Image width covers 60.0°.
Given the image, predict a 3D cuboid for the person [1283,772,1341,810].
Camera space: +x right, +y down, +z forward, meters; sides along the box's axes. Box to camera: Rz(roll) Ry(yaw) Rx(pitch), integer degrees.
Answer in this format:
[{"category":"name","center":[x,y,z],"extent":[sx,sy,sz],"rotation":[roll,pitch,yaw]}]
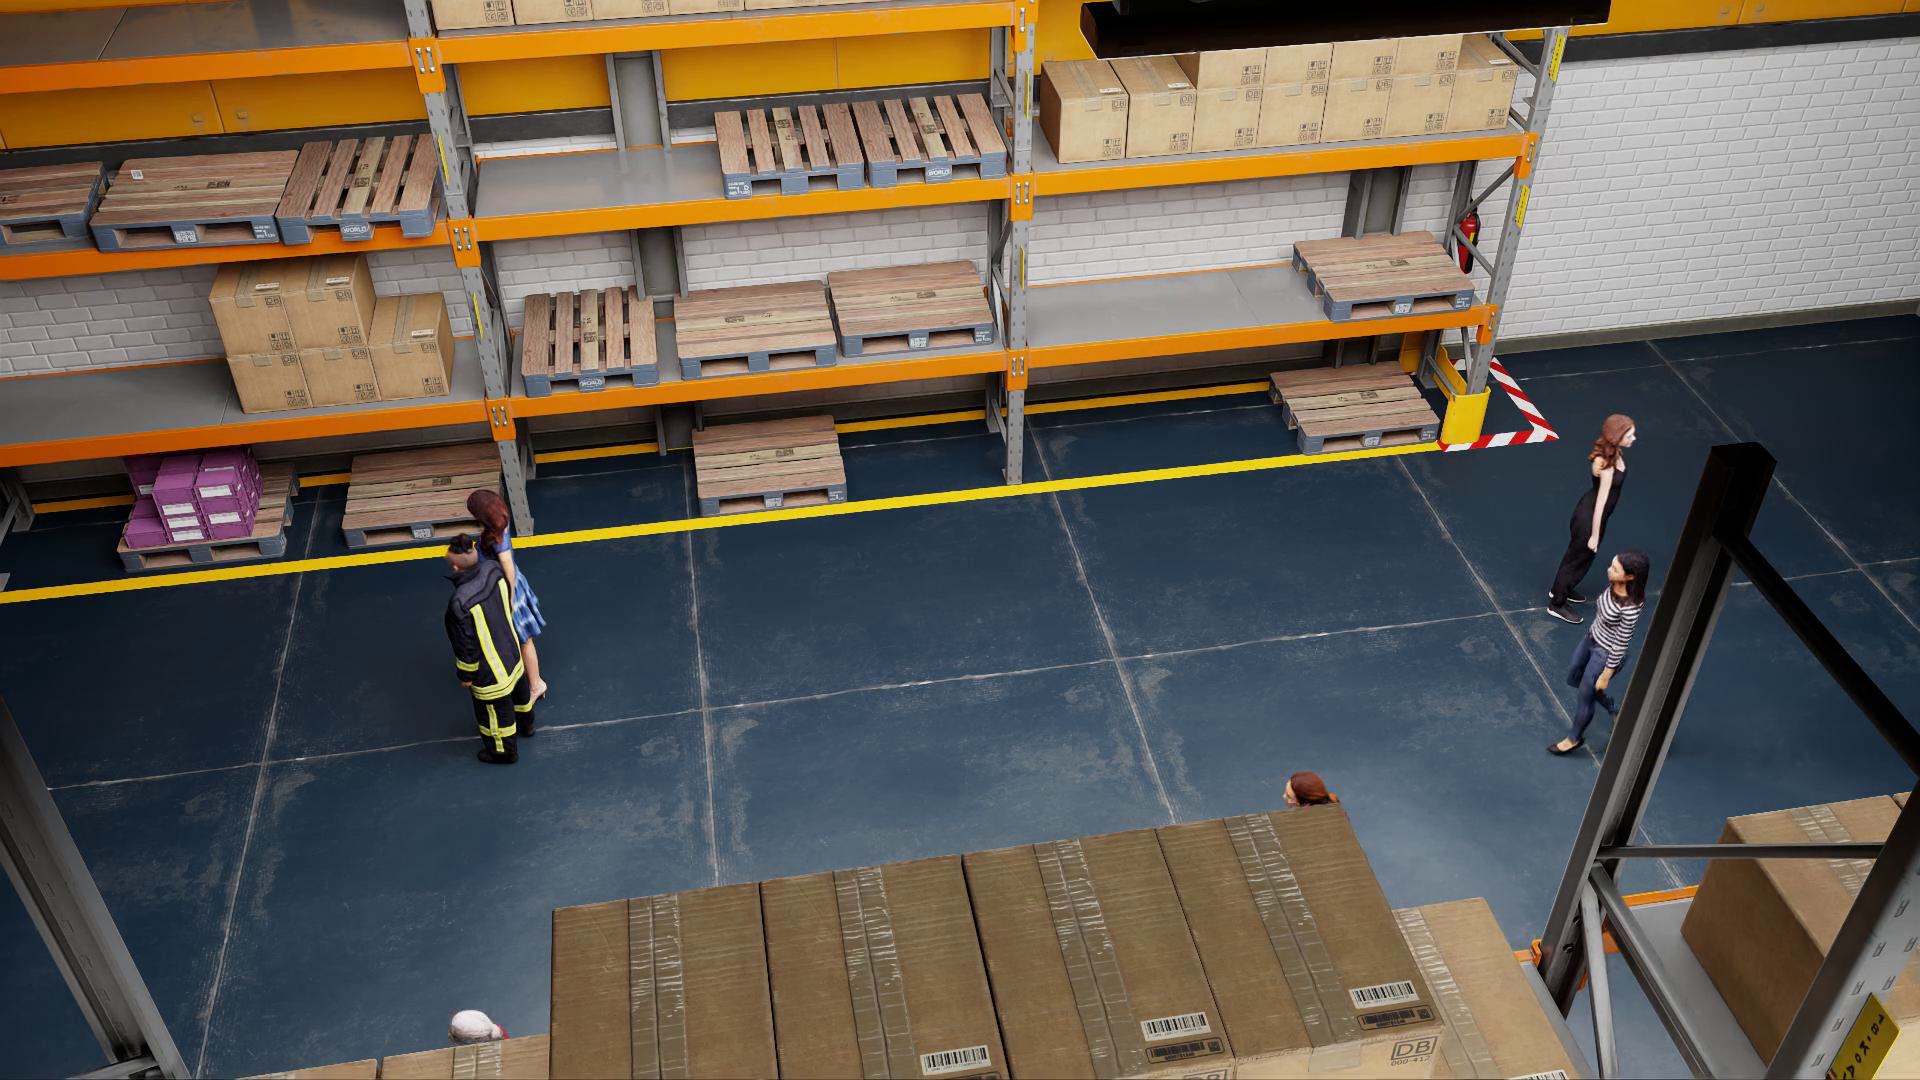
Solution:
[{"category":"person","center":[2.015,1.987,9.383],"extent":[0.994,1.761,0.662],"rotation":[-2,39,-3]}]

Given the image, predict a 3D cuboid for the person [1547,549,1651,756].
[{"category":"person","center":[4.289,0.770,10.887],"extent":[0.817,1.786,0.684],"rotation":[1,39,2]}]

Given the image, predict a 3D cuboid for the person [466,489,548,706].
[{"category":"person","center":[-3.096,0.380,11.358],"extent":[0.654,1.807,0.718],"rotation":[-15,41,-18]}]

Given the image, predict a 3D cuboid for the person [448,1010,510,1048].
[{"category":"person","center":[-2.212,2.889,8.314],"extent":[0.766,1.684,0.650],"rotation":[1,39,2]}]

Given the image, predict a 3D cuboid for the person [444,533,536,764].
[{"category":"person","center":[-3.106,0.696,10.915],"extent":[0.874,1.867,0.868],"rotation":[12,40,14]}]

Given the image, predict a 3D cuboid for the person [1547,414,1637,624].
[{"category":"person","center":[4.598,-0.184,12.113],"extent":[0.680,1.746,0.664],"rotation":[15,41,18]}]
